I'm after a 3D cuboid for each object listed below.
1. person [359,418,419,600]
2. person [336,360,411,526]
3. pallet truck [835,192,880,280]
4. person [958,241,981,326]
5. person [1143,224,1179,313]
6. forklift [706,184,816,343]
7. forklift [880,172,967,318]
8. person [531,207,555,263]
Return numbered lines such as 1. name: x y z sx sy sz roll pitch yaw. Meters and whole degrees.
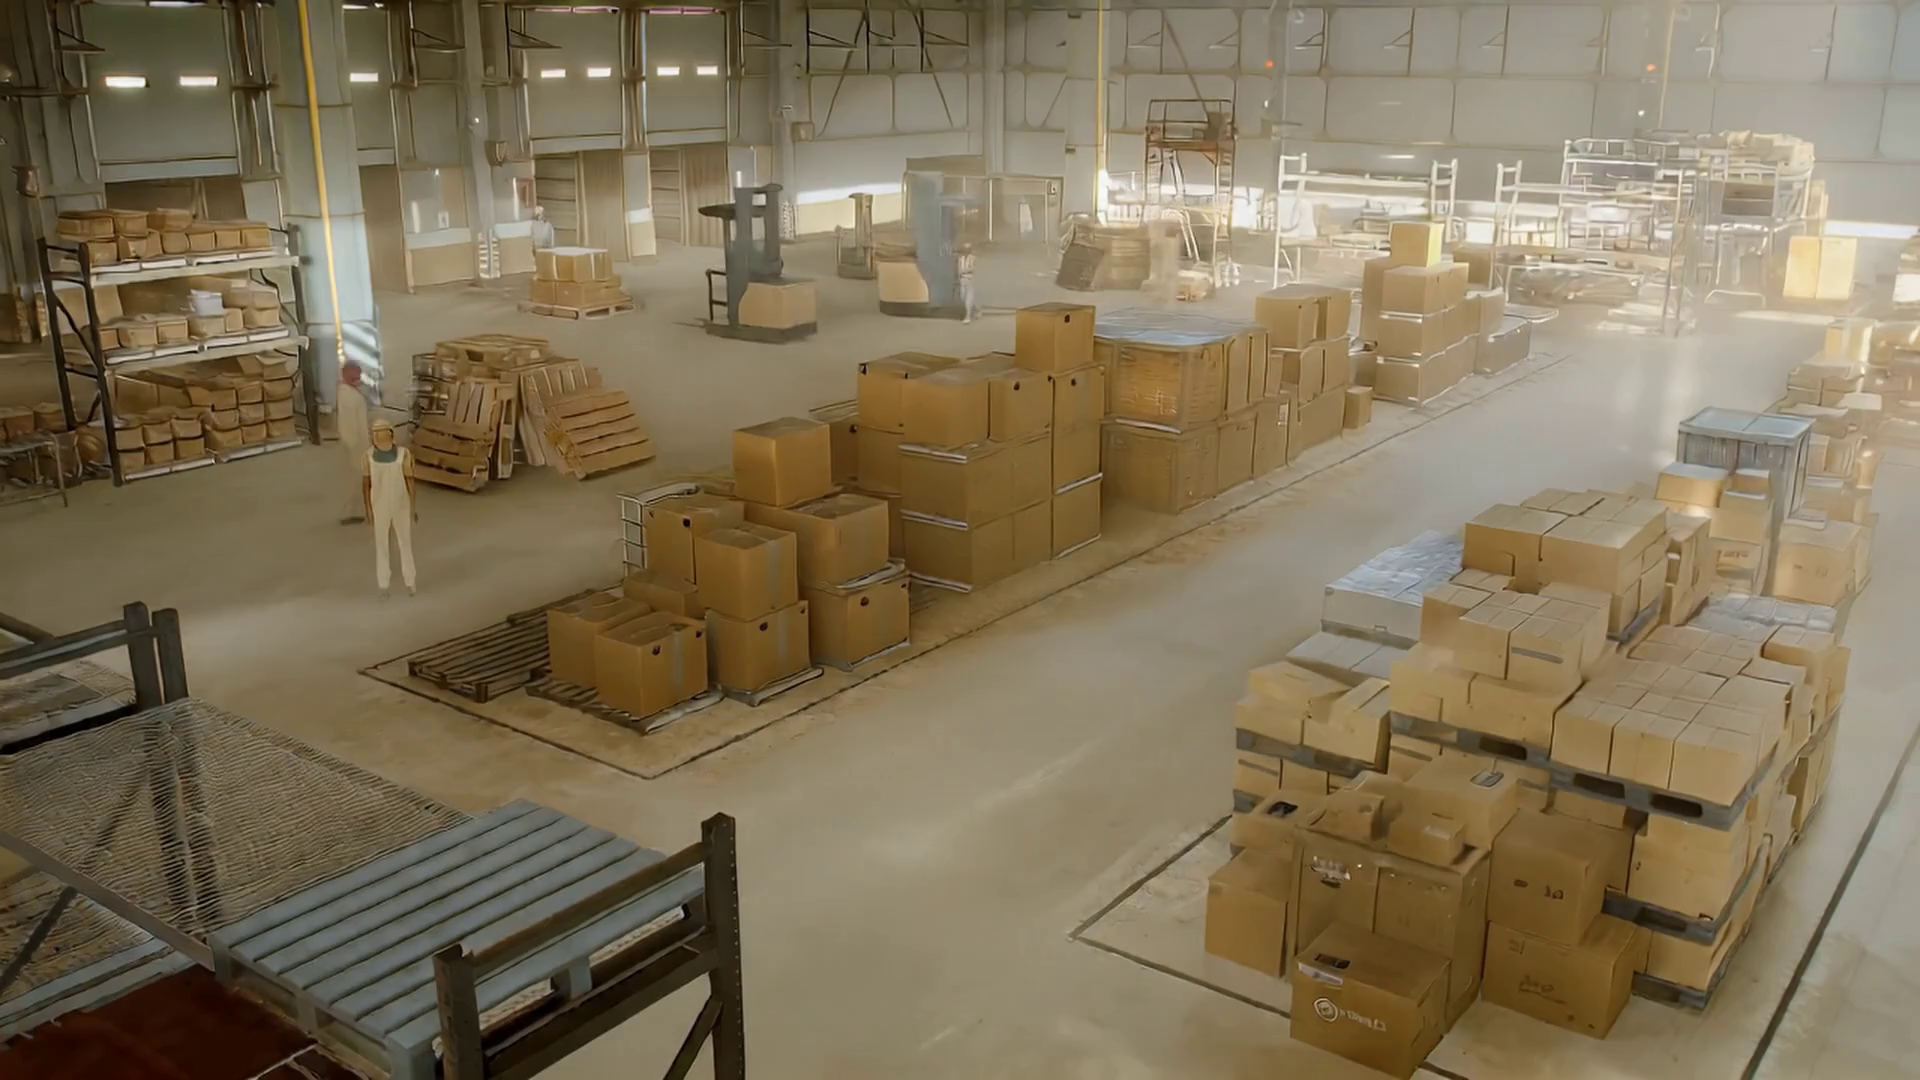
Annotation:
1. person: -5.672 -0.315 16.579 0.520 1.844 0.330 -7 18 -21
2. person: -6.796 -1.123 19.143 0.899 1.906 0.655 -8 18 -24
3. pallet truck: -1.936 -7.159 38.982 1.885 1.965 0.823 -12 21 -34
4. person: 0.189 -5.044 32.602 0.523 1.629 0.554 -14 22 -39
5. person: 4.050 -5.272 32.877 0.805 1.921 0.629 -11 20 -31
6. forklift: -3.712 -5.181 30.930 1.873 2.768 1.129 12 21 35
7. forklift: -0.599 -5.971 33.546 1.873 2.768 1.129 5 18 16
8. person: -9.061 -6.251 36.080 0.550 1.935 0.375 5 17 15
